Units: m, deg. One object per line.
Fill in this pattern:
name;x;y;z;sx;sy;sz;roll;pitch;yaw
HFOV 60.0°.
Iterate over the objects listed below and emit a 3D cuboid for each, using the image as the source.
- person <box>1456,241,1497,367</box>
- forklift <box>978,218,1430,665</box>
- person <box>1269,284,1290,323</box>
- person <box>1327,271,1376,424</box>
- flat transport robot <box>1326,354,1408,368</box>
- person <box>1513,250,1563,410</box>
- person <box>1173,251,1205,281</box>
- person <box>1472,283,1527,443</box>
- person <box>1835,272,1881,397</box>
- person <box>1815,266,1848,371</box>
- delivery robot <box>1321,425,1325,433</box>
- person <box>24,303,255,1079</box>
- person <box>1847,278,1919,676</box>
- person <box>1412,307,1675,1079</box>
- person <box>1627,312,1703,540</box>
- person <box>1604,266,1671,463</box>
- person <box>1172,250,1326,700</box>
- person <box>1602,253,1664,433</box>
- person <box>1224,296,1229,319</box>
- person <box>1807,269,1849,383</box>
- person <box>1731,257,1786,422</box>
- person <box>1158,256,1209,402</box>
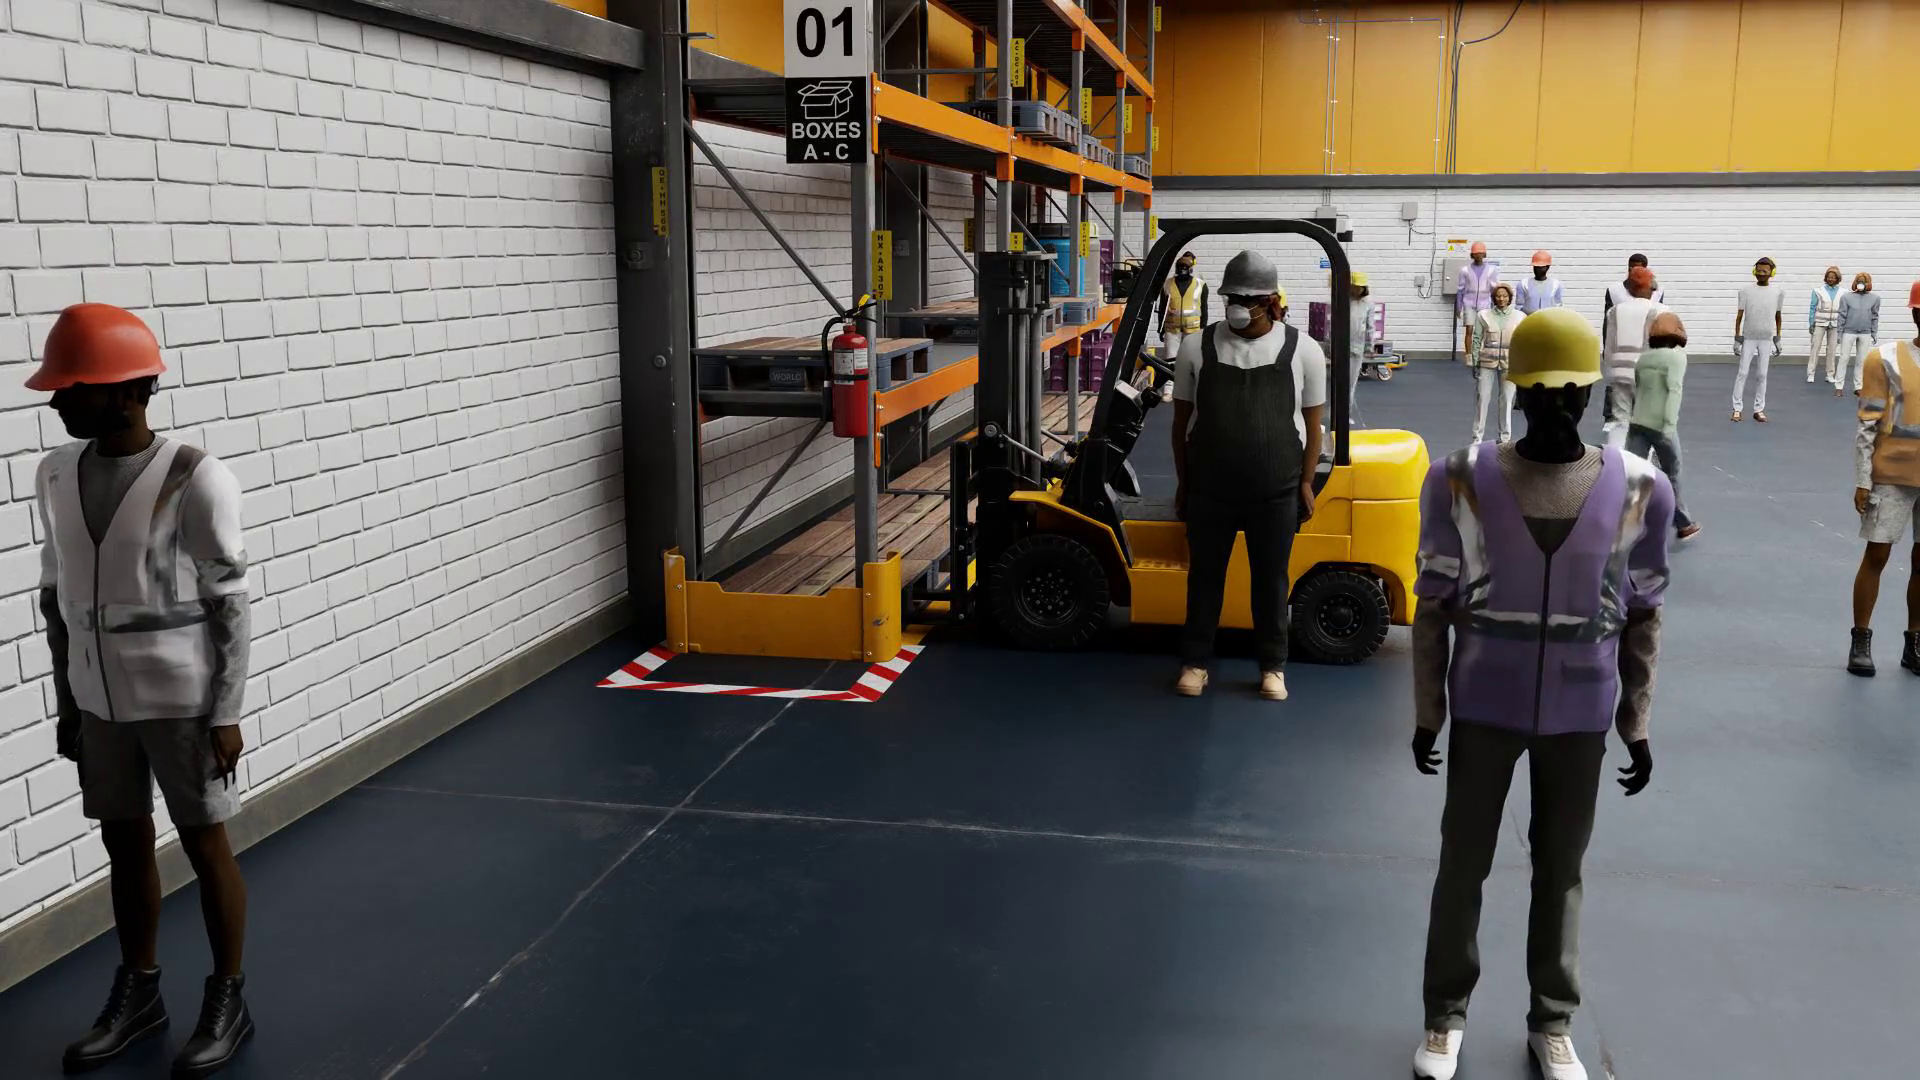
person;8.289;-3.786;26.730;0.632;2.023;0.496;2;11;11
forklift;1.285;-0.567;8.635;2.313;2.155;1.214;2;11;11
person;1.846;-0.646;10.056;0.591;1.833;0.404;2;11;12
person;4.357;-2.124;18.466;0.500;1.712;0.547;-3;11;-15
flat transport robot;6.388;-2.904;26.721;1.431;0.197;0.652;7;13;34
person;6.979;-2.527;20.093;0.547;1.934;0.376;2;11;12
person;3.539;-3.540;25.819;0.513;1.872;0.331;2;11;12
person;5.298;-1.701;16.367;0.514;1.641;0.315;2;11;12
person;11.759;-2.687;21.794;0.501;1.631;0.287;2;11;12
person;13.532;-3.437;25.905;0.501;1.633;0.282;2;11;12
delivery robot;2.873;-0.925;14.836;0.707;0.478;0.477;-2;10;-11
person;-2.022;0.387;4.116;0.547;1.934;0.376;2;11;12
person;4.538;-0.301;7.878;0.547;1.938;0.379;2;11;12
person;1.398;0.402;4.052;0.589;1.927;0.388;2;11;12
person;4.743;-0.741;11.256;0.844;1.574;0.557;-3;11;-18
person;5.463;-1.292;13.545;0.584;1.846;0.595;-8;13;-39
person;1.287;-0.284;7.501;0.683;2.000;0.536;2;11;12
person;7.163;-2.091;17.750;0.590;1.917;0.395;2;11;12
person;4.058;-3.106;23.912;0.536;1.696;0.322;2;11;12
person;12.475;-3.074;23.909;0.514;1.636;0.313;2;11;12
person;9.040;-2.261;18.828;0.513;1.866;0.331;2;11;12
person;2.816;-2.652;21.032;0.623;1.844;0.430;2;11;12
